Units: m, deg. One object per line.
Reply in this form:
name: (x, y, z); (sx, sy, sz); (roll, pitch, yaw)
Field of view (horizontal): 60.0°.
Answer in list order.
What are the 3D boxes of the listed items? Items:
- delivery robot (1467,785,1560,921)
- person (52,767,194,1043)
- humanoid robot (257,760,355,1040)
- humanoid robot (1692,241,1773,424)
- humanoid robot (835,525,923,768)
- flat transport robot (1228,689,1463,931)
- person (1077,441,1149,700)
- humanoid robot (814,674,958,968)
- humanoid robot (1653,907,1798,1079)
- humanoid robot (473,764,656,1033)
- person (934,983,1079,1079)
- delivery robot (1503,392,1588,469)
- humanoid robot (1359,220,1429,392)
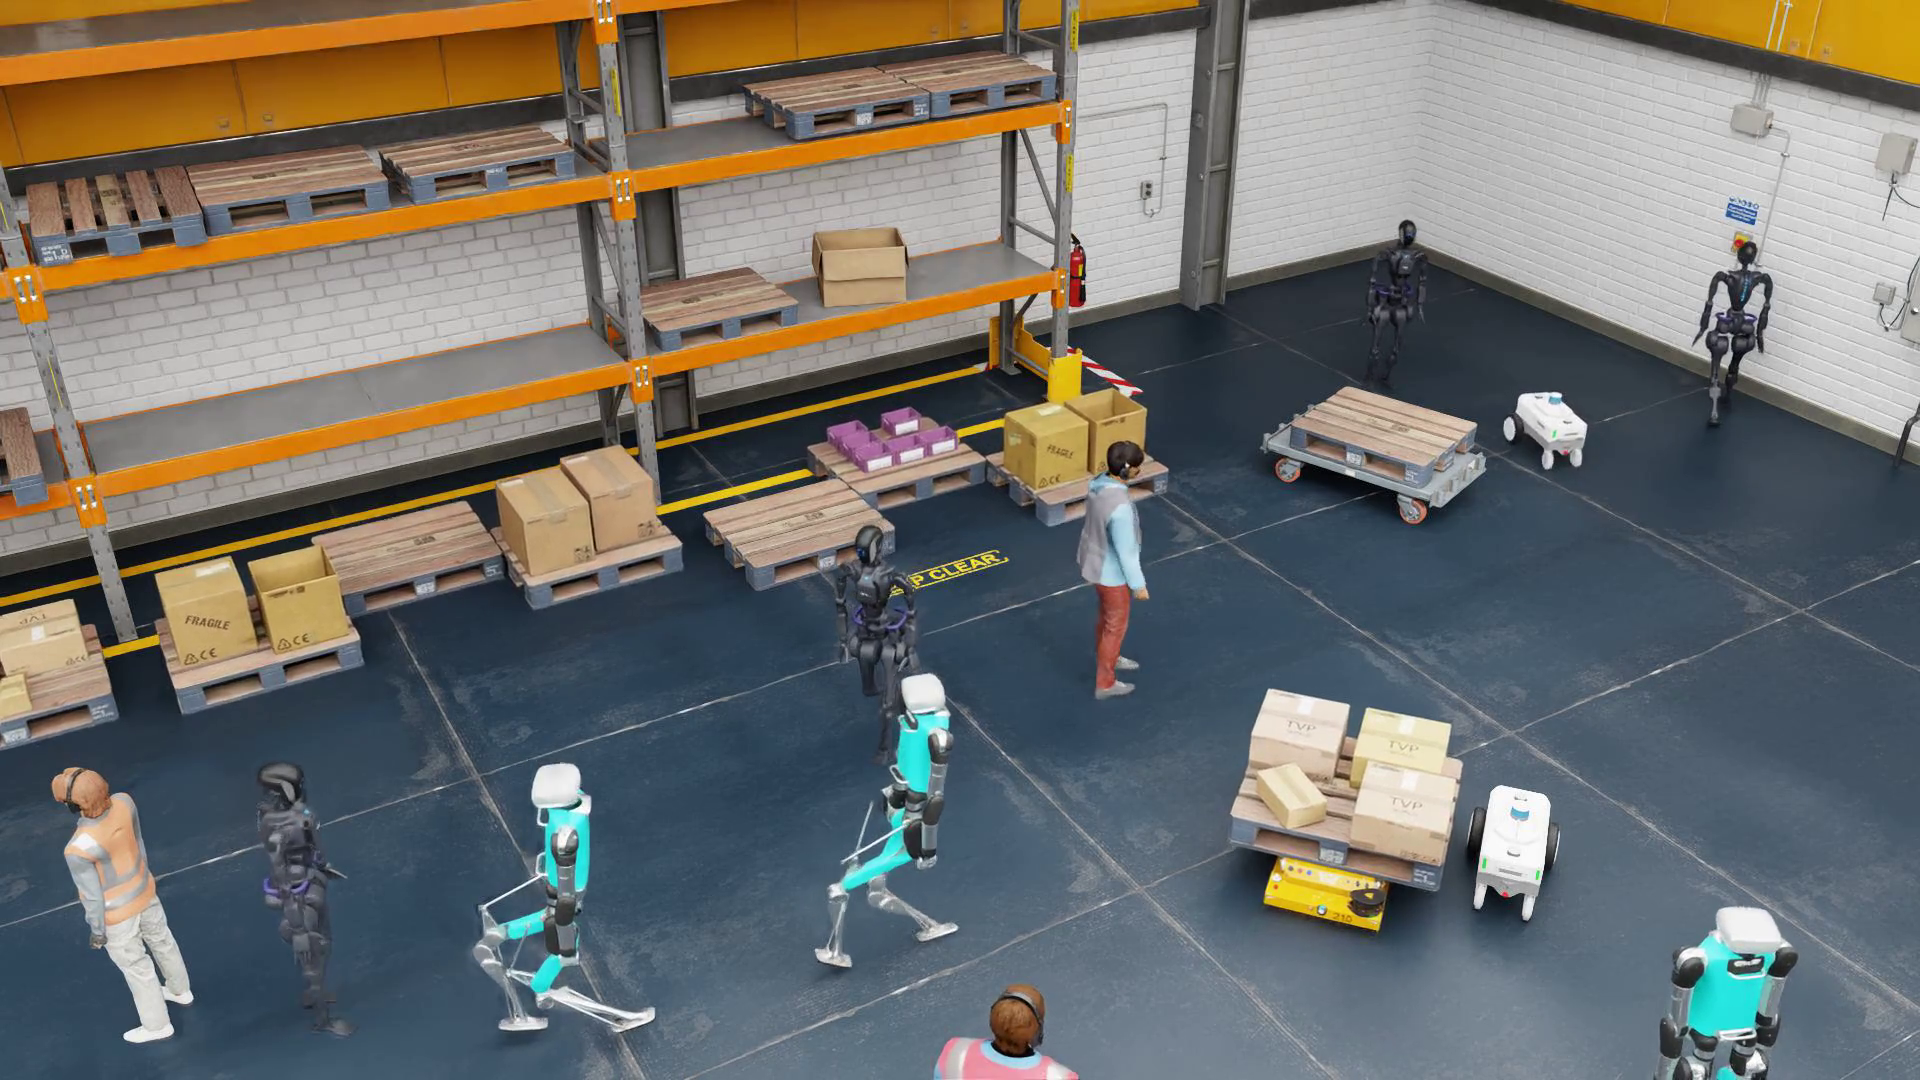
delivery robot: (3.189, 1.759, 9.590); (0.499, 0.614, 0.808); (10, 31, 18)
person: (-4.206, 1.824, 8.350); (0.310, 1.638, 0.519); (2, 30, 4)
humanoid robot: (-3.315, 1.790, 8.380); (0.335, 1.666, 0.610); (-4, 30, -6)
humanoid robot: (6.925, -1.845, 14.875); (0.611, 1.648, 0.736); (5, 30, 8)
humanoid robot: (-0.465, 0.588, 10.525); (0.594, 1.636, 0.640); (11, 31, 18)
flat transport robot: (2.280, 1.732, 9.908); (0.659, 0.231, 1.431); (10, 31, 18)
person: (1.011, 0.196, 11.012); (0.468, 1.868, 0.555); (-4, 30, -7)
humanoid robot: (-0.489, 1.563, 8.777); (1.017, 1.771, 0.531); (-12, 32, -20)
humanoid robot: (3.346, 2.502, 7.098); (0.539, 1.778, 0.998); (-4, 30, -7)
humanoid robot: (-2.102, 1.861, 8.201); (1.038, 1.733, 0.553); (-4, 30, -8)
person: (0.211, 2.562, 6.854); (0.629, 1.835, 0.431); (11, 31, 19)
delivery robot: (5.116, -1.002, 14.453); (0.499, 0.591, 0.768); (-5, 30, -9)
humanoid robot: (4.004, -2.168, 15.395); (0.600, 1.648, 0.372); (-4, 30, -6)
